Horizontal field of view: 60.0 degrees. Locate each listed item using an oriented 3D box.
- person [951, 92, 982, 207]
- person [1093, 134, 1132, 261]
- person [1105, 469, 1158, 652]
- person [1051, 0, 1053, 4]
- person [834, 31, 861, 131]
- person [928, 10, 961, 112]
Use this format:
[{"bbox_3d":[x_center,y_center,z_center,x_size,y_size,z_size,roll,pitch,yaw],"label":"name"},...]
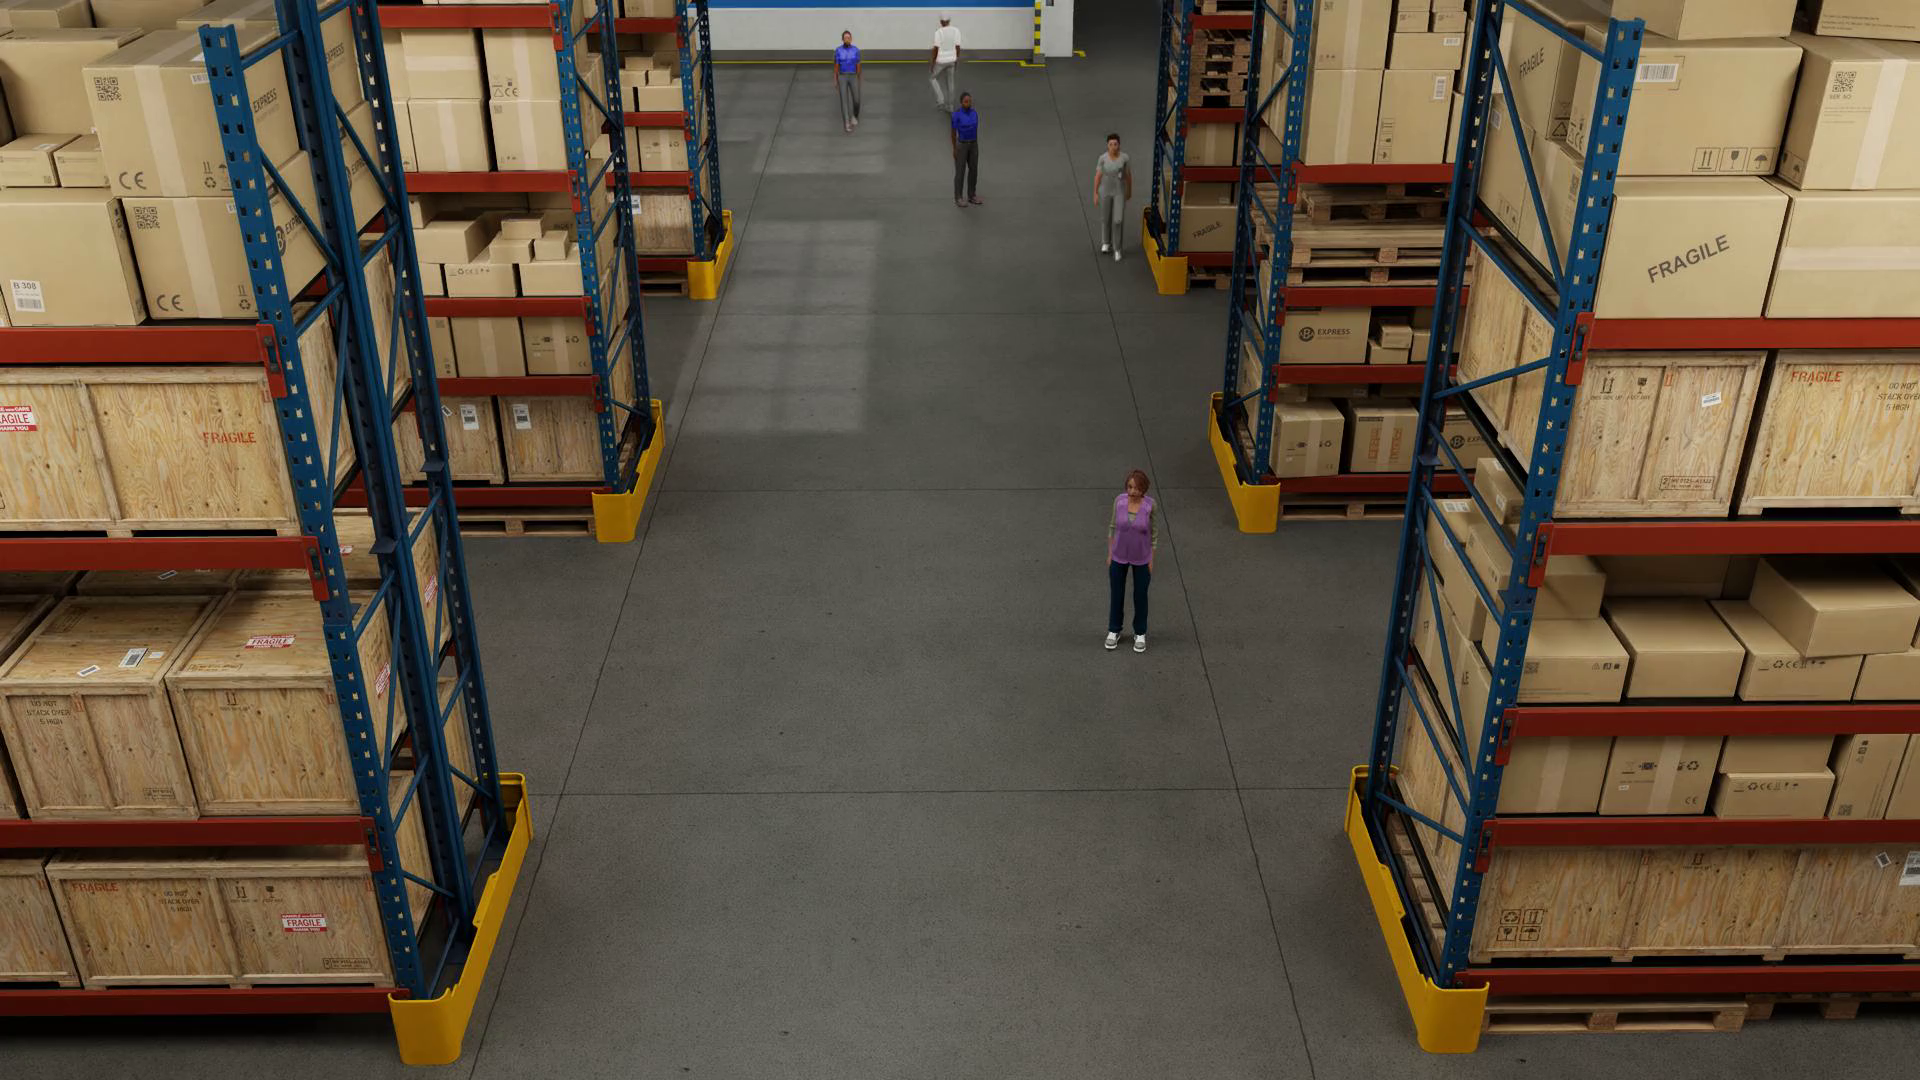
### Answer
[{"bbox_3d":[0.107,-5.866,24.934,0.433,1.657,0.359,-17,33,-28],"label":"person"},{"bbox_3d":[2.086,-4.718,22.765,0.504,1.670,0.639,4,28,7],"label":"person"},{"bbox_3d":[1.416,0.164,13.777,0.406,1.600,0.332,6,29,12],"label":"person"},{"bbox_3d":[2.083,-12.332,36.943,0.431,1.673,0.364,-9,30,-16],"label":"person"},{"bbox_3d":[-1.946,-7.969,28.834,0.463,1.658,0.522,-4,29,-8],"label":"person"},{"bbox_3d":[-0.294,-8.603,29.852,0.617,1.765,0.482,-14,31,-24],"label":"person"}]
